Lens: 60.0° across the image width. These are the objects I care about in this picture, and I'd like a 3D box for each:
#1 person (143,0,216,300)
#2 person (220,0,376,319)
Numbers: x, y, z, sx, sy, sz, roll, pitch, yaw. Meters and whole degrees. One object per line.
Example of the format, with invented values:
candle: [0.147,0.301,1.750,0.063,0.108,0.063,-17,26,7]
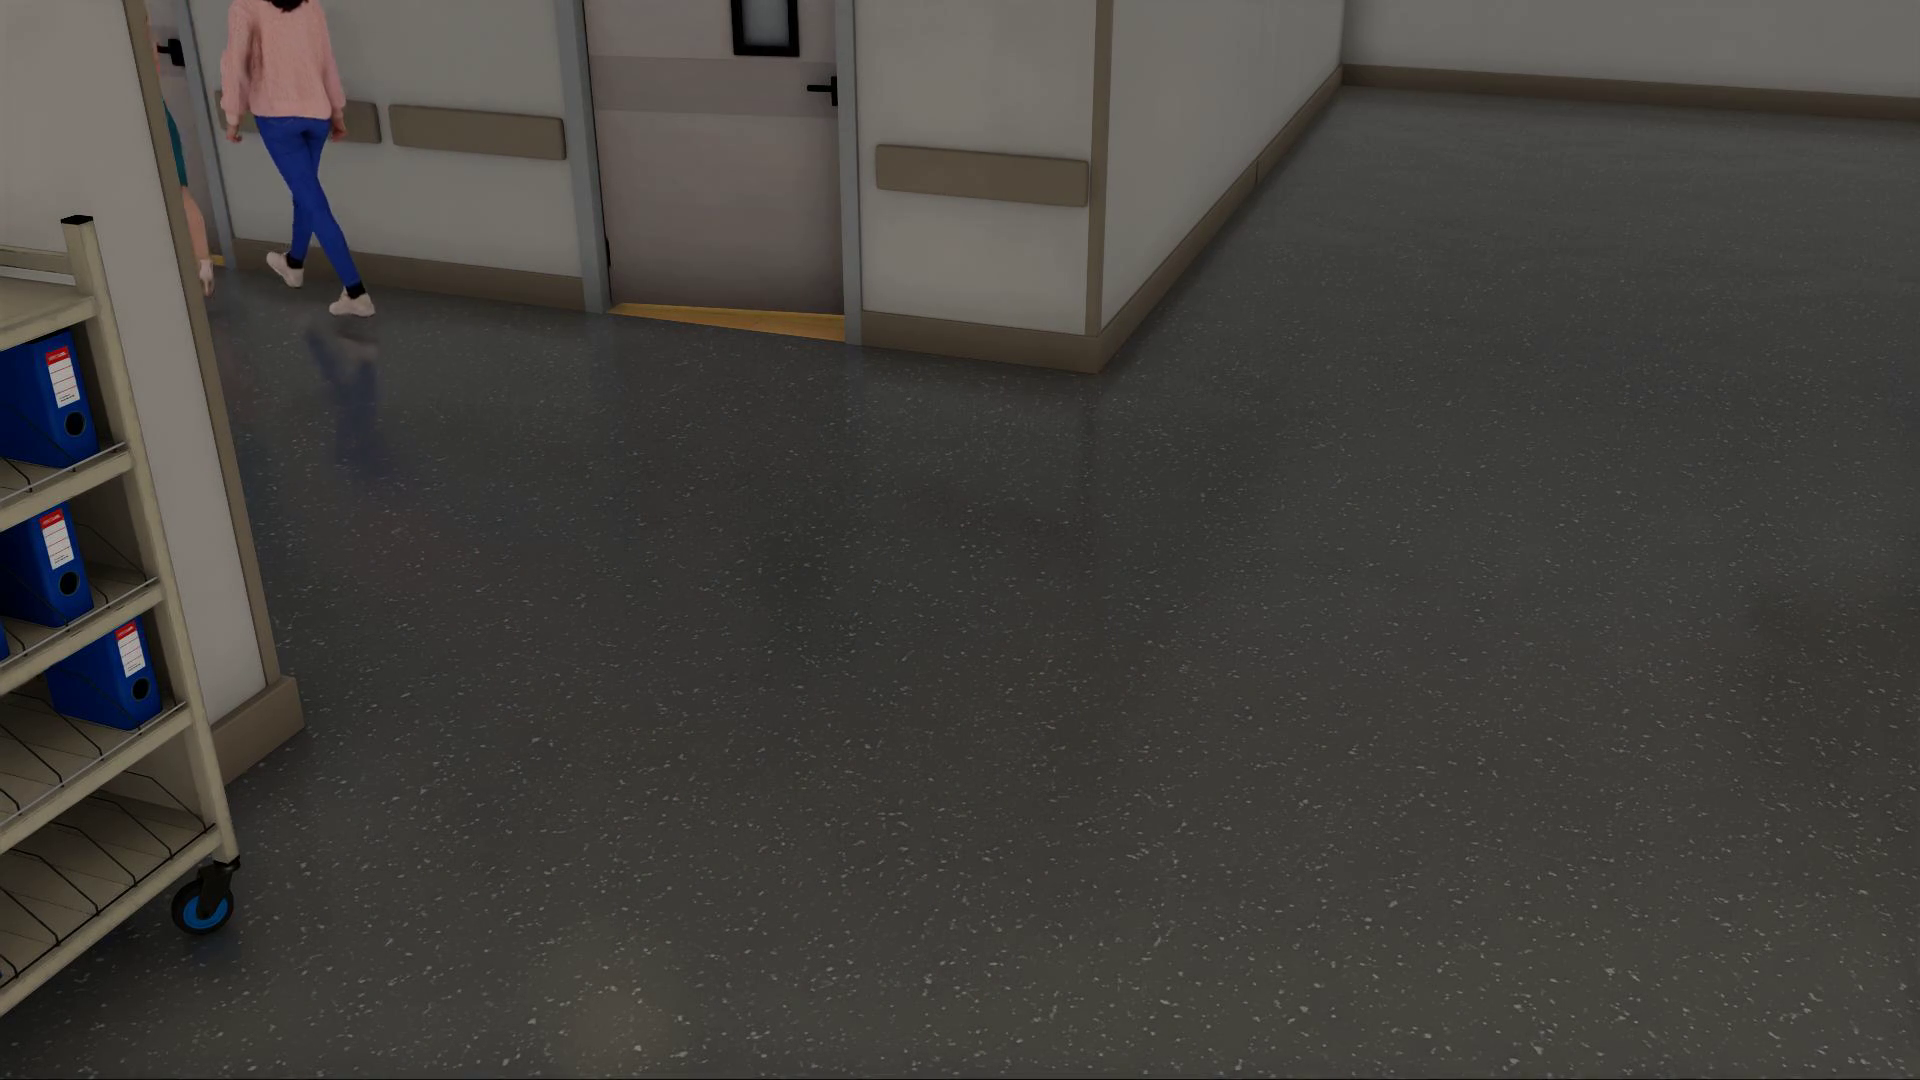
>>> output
person: [-3.725,-1.870,7.617,0.866,1.640,1.046,21,33,36]
person: [-2.914,-1.812,7.412,0.920,1.713,1.160,17,31,31]
